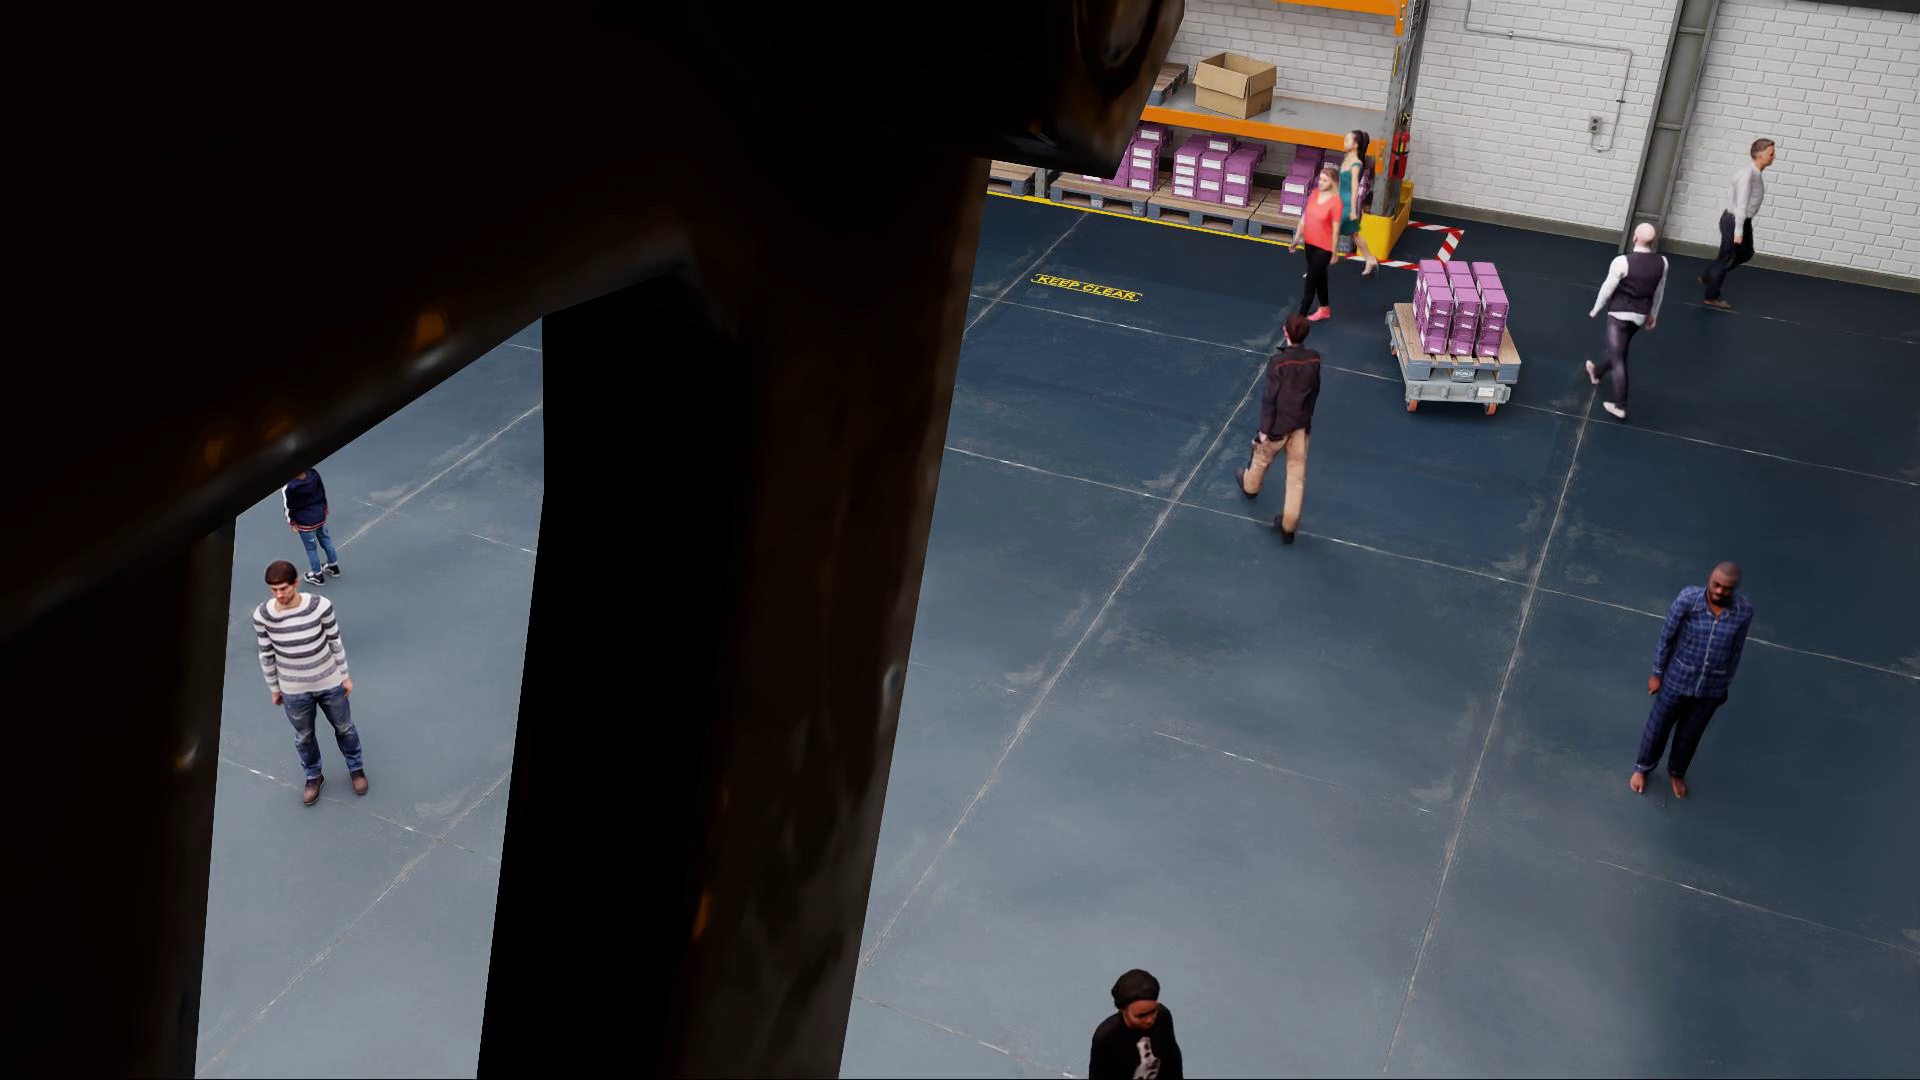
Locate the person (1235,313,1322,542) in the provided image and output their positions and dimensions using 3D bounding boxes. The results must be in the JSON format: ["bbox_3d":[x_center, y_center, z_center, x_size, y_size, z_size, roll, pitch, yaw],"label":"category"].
[{"bbox_3d":[2.660,-0.858,13.365,1.225,1.873,1.242,-9,35,-13],"label":"person"}]

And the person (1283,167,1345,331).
[{"bbox_3d":[3.677,-2.938,16.683,0.996,1.664,0.987,-16,37,-22],"label":"person"}]

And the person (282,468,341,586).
[{"bbox_3d":[-5.078,-0.209,12.977,0.541,1.222,0.549,23,40,31],"label":"person"}]

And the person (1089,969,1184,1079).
[{"bbox_3d":[0.807,2.684,8.254,1.004,1.633,1.150,-17,37,-24],"label":"person"}]

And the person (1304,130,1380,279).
[{"bbox_3d":[4.158,-3.501,17.545,1.089,1.649,0.808,1,34,2],"label":"person"}]

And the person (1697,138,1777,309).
[{"bbox_3d":[7.882,-3.264,17.044,0.763,1.809,0.735,24,40,31],"label":"person"}]

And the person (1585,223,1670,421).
[{"bbox_3d":[6.076,-1.946,15.085,1.208,1.782,1.177,-6,34,-9],"label":"person"}]

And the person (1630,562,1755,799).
[{"bbox_3d":[4.758,0.892,10.777,0.606,1.824,0.782,7,34,11],"label":"person"}]

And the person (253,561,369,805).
[{"bbox_3d":[-4.193,0.895,10.748,0.695,1.852,0.774,-9,35,-14],"label":"person"}]
